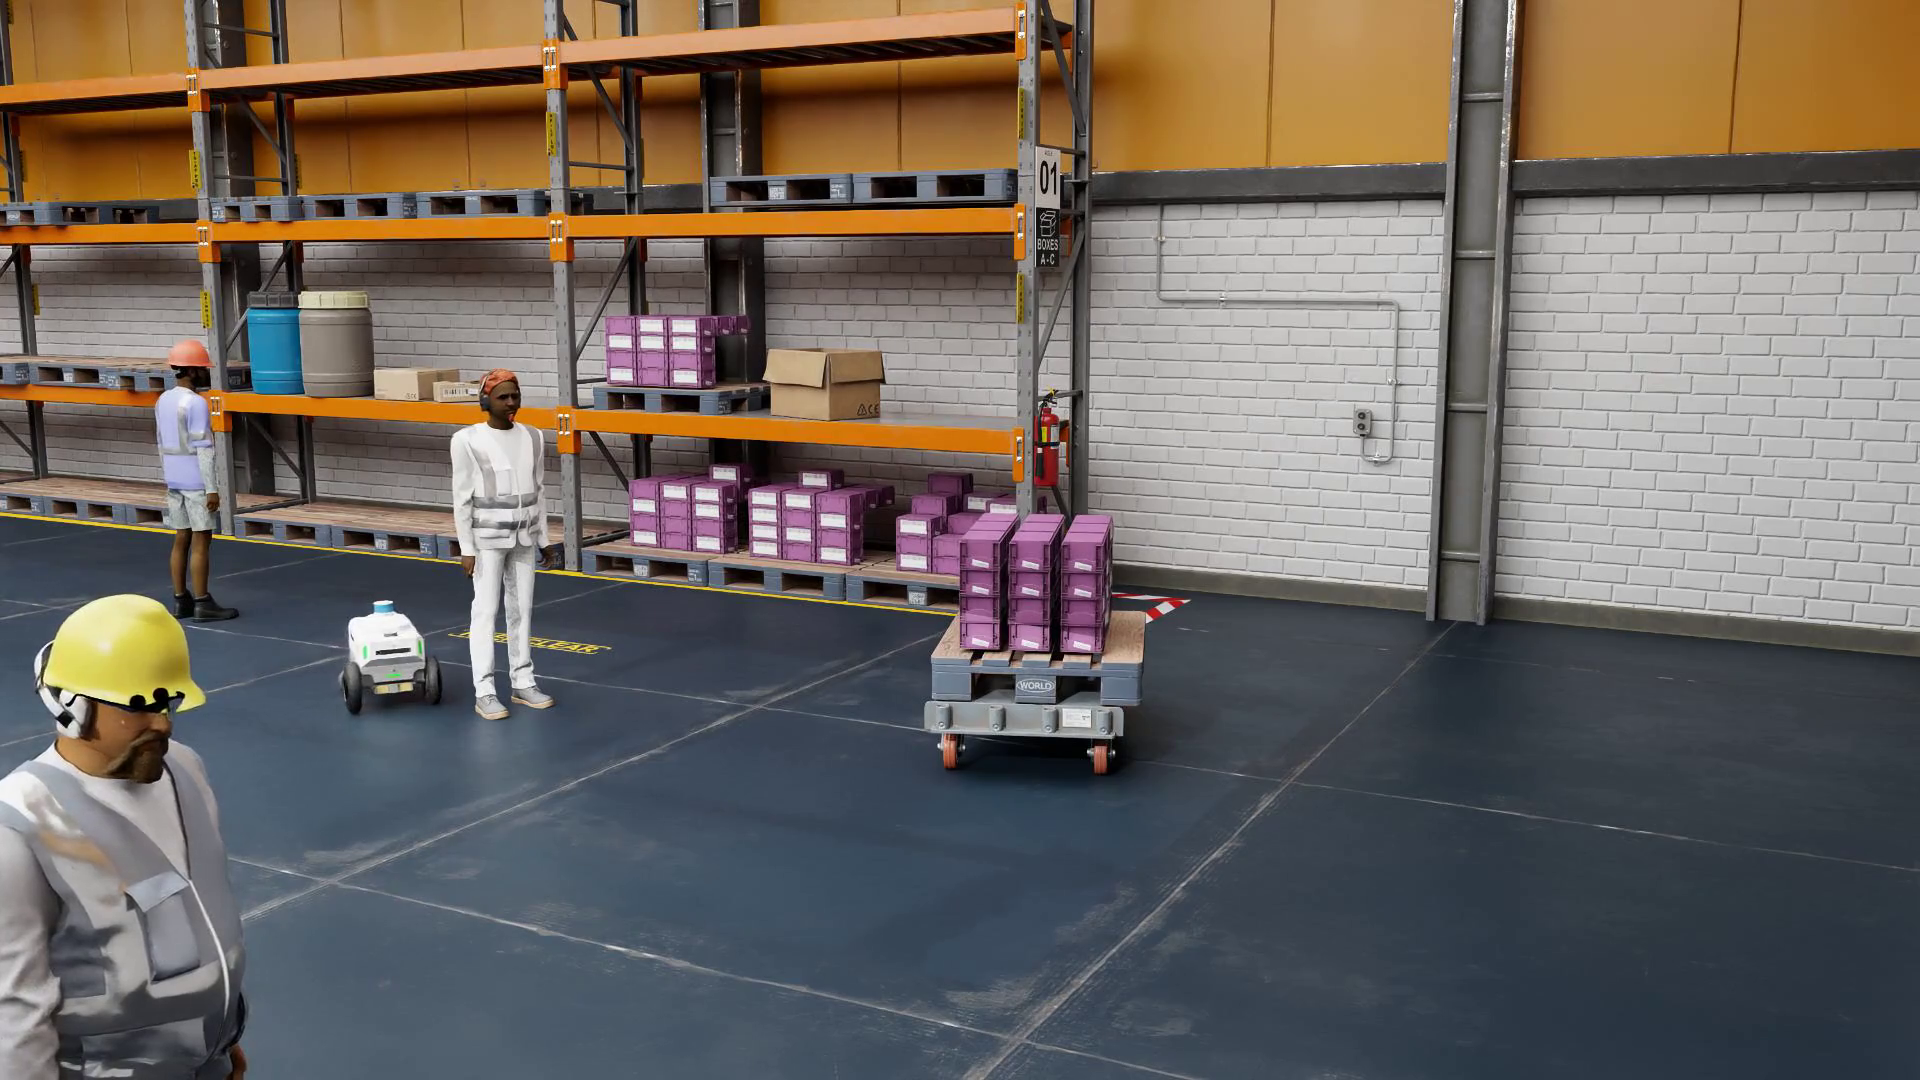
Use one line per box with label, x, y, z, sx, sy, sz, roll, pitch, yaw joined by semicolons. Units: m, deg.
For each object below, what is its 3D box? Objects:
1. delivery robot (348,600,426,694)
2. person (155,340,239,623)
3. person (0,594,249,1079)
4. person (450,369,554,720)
delivery robot;-3.222;0.583;9.333;0.477;0.478;0.707;-4;10;-25
person;-5.261;-0.403;11.450;0.551;1.935;0.375;7;11;36
person;-1.559;1.000;3.154;0.403;1.822;0.589;1;9;8
person;-2.470;0.016;9.037;0.356;1.883;0.573;8;12;39
